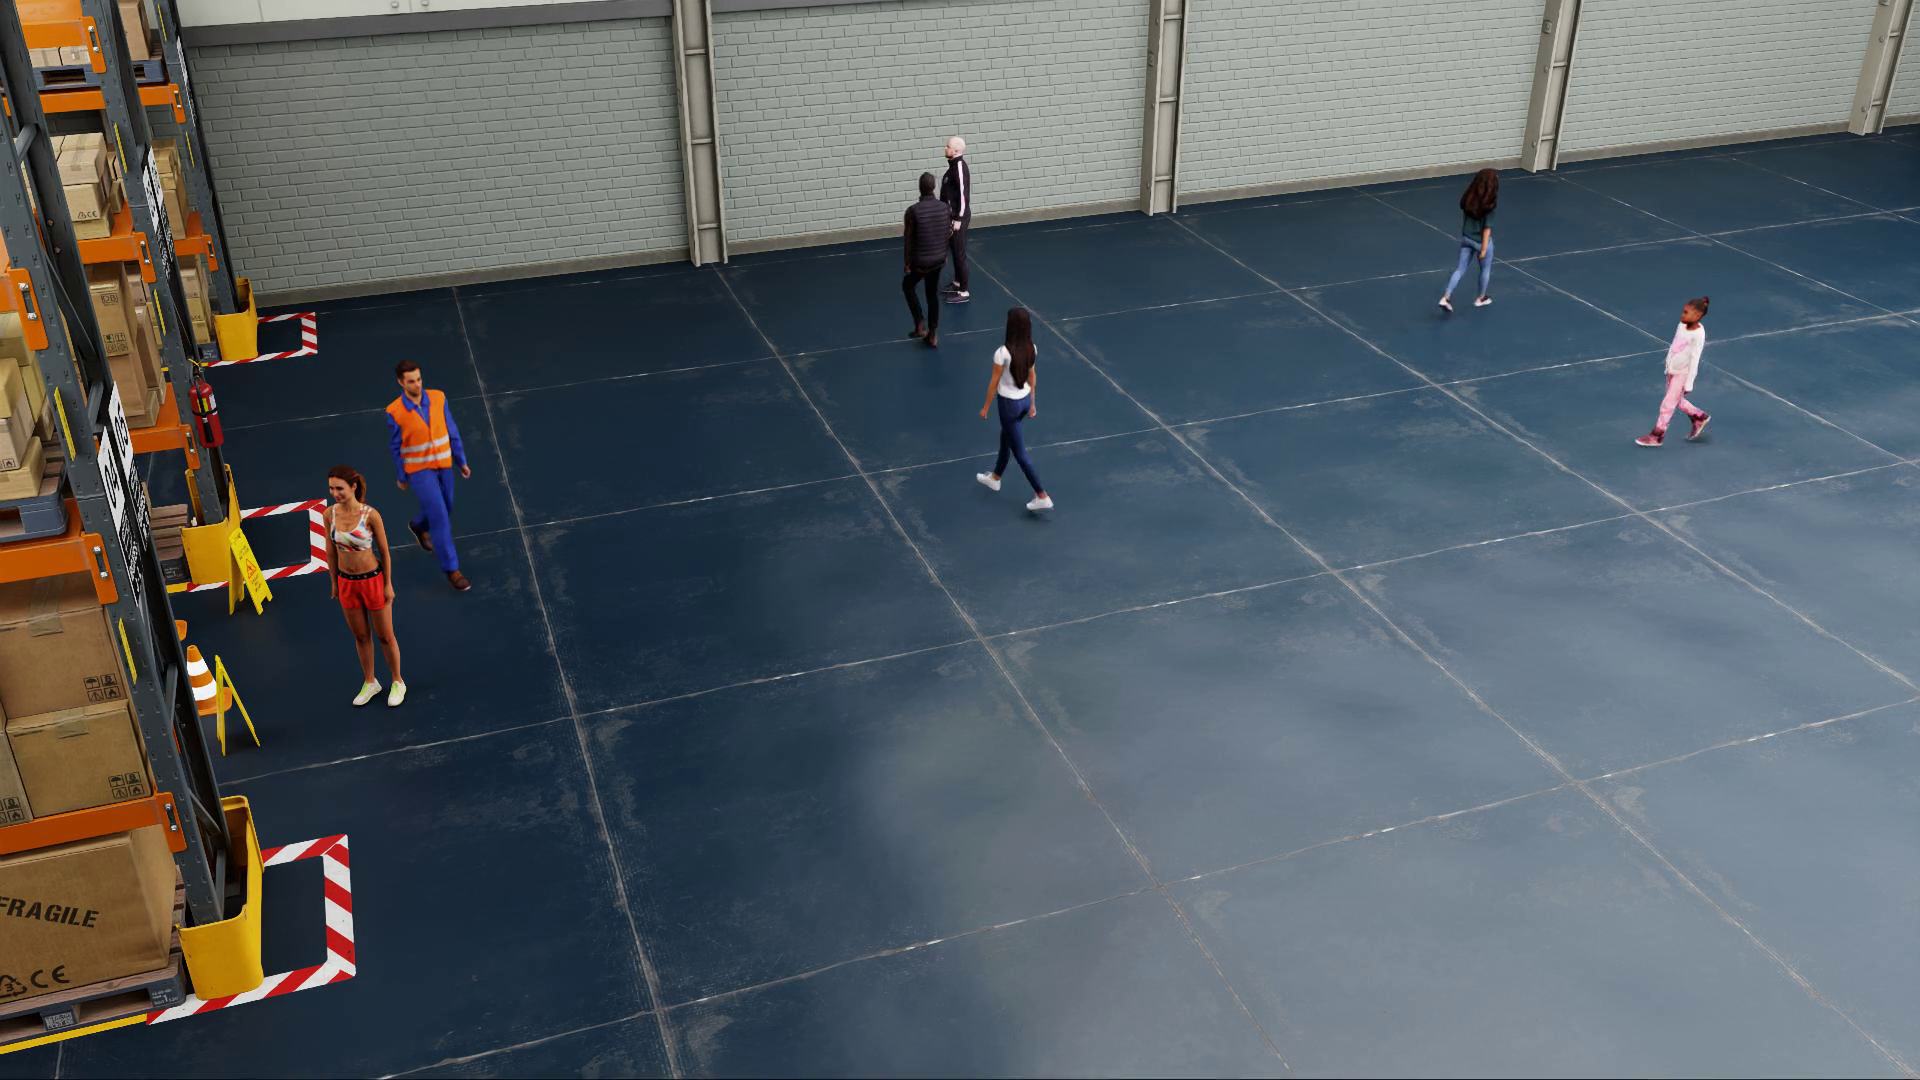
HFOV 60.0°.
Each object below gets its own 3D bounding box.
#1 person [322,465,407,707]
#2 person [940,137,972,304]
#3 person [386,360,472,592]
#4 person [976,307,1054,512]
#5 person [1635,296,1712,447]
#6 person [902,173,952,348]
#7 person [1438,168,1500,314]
[{"bbox_3d":[-4.043,0.305,11.281,0.620,1.791,0.727,2,28,4],"label":"person"},{"bbox_3d":[-0.024,-3.579,18.526,0.645,1.837,0.714,-4,28,-7],"label":"person"},{"bbox_3d":[-4.132,-0.556,12.853,1.109,1.834,1.214,22,35,35],"label":"person"},{"bbox_3d":[0.515,-1.048,13.881,1.026,1.736,1.151,22,35,35],"label":"person"},{"bbox_3d":[6.611,-1.527,15.107,0.989,1.428,0.714,-2,28,-4],"label":"person"},{"bbox_3d":[-0.311,-2.861,17.197,0.649,1.819,0.818,-14,31,-25],"label":"person"},{"bbox_3d":[5.564,-3.230,18.143,1.146,1.581,0.801,-20,34,-33],"label":"person"}]
